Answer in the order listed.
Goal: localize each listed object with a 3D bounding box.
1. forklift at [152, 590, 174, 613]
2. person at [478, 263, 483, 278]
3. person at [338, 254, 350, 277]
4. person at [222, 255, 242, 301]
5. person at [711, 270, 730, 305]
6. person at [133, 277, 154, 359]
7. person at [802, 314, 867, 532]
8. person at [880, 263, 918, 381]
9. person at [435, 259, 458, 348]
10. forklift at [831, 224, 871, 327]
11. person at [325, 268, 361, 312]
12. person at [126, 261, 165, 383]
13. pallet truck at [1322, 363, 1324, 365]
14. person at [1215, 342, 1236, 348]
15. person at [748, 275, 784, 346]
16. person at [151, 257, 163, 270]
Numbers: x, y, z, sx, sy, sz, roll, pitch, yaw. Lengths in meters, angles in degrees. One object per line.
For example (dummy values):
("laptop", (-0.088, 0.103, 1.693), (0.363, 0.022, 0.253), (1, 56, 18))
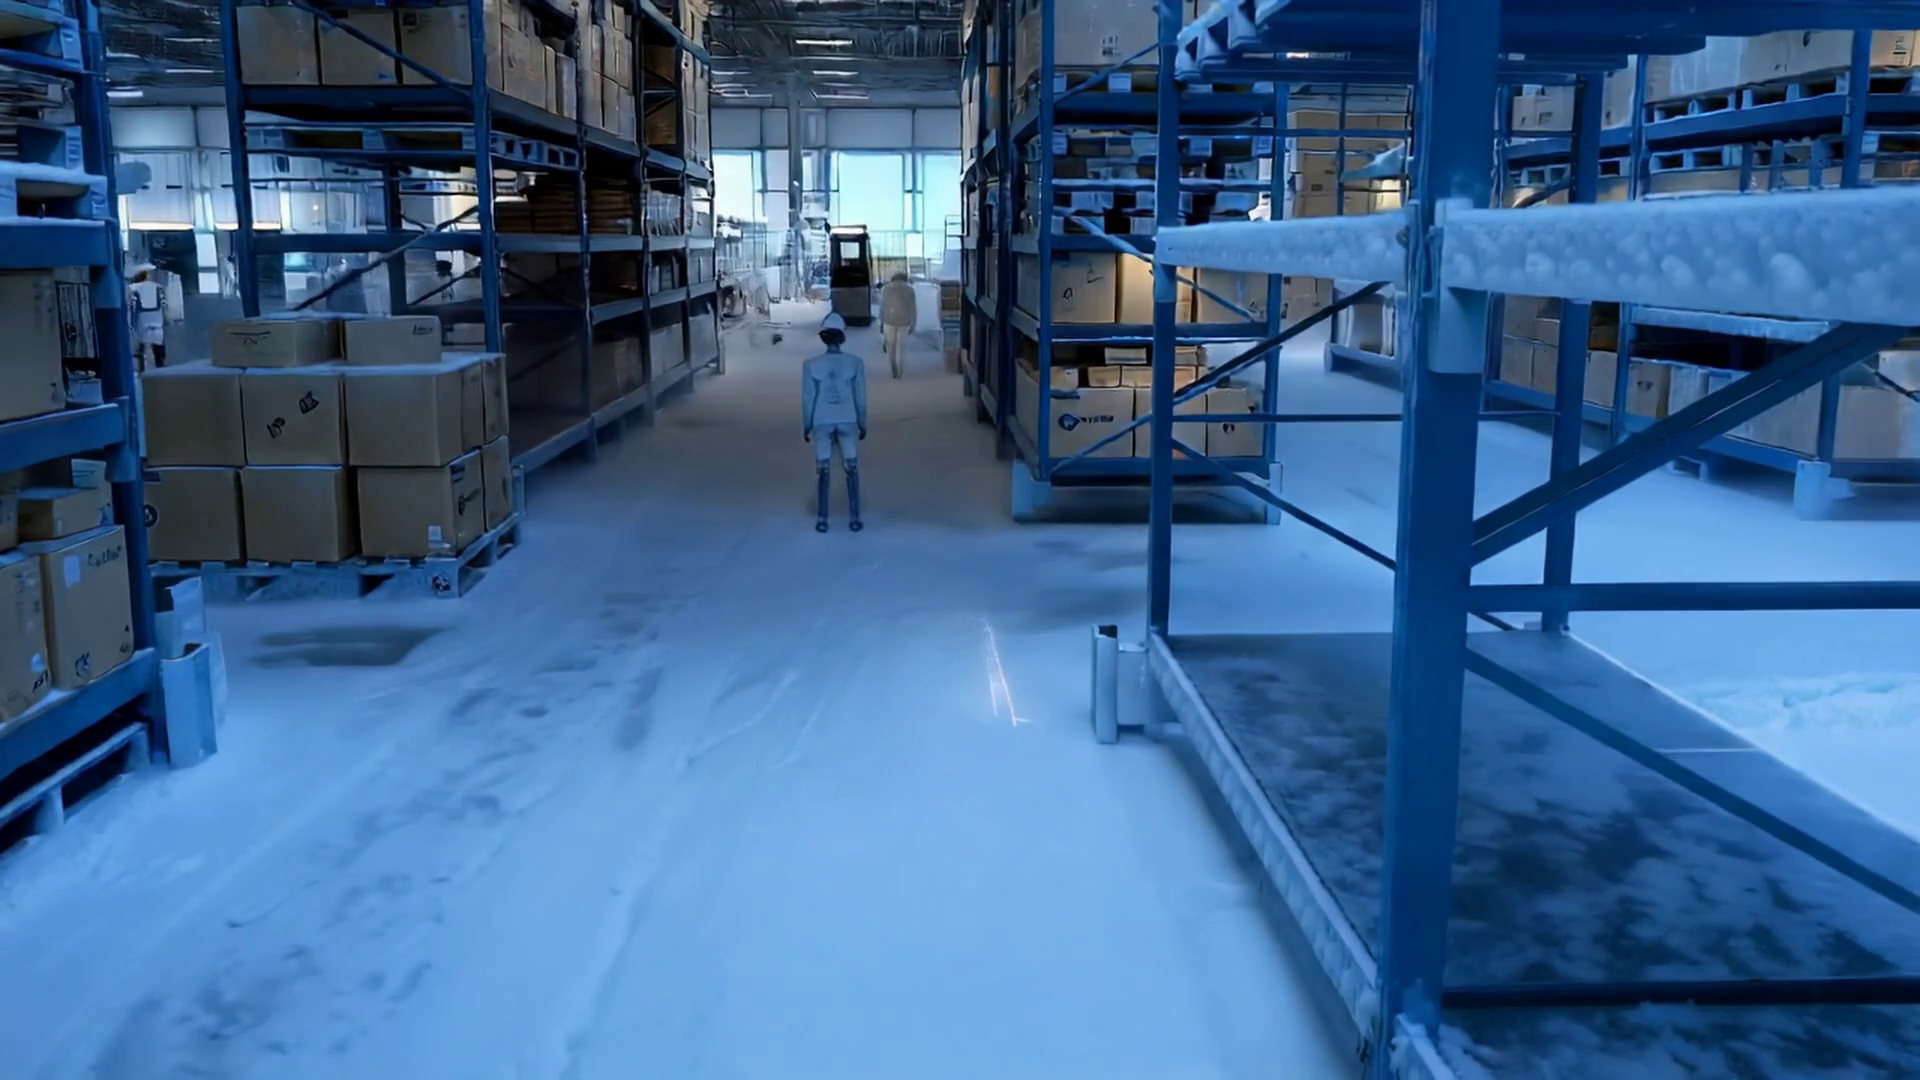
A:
("forklift", (-5.858, -0.811, 9.639), (1.873, 2.768, 1.129), (-1, 10, -3))
("person", (-16.686, -9.132, 58.670), (0.603, 1.920, 0.394), (-7, 12, -33))
("person", (-20.278, -8.410, 54.604), (0.649, 1.933, 0.618), (-8, 13, -38))
("person", (-29.025, -10.423, 66.110), (0.874, 1.843, 0.526), (5, 11, 24))
("person", (-8.844, -9.603, 61.308), (0.738, 1.919, 0.633), (-1, 10, -5))
("person", (-16.415, -4.478, 33.366), (0.318, 1.697, 0.536), (-3, 11, -15))
("person", (-1.012, -0.939, 13.455), (0.523, 1.769, 0.324), (-1, 10, -3))
("person", (-1.030, -3.656, 27.989), (0.652, 1.975, 0.549), (0, 10, -1))
("person", (-11.326, -5.200, 36.661), (0.426, 1.949, 0.618), (1, 10, 6))
("forklift", (-3.029, -7.321, 45.902), (1.129, 2.768, 1.873), (0, 10, -2))
("person", (-10.391, -3.619, 28.003), (0.641, 1.910, 0.484), (1, 10, 3))
("person", (-13.454, -3.579, 27.488), (0.814, 2.013, 0.637), (10, 14, 43))
("pallet truck", (7.712, -4.157, 30.737), (1.885, 1.965, 0.823), (3, 11, 16))
("person", (5.939, -5.205, 36.752), (0.375, 1.936, 0.627), (-5, 11, -24))
("person", (-4.419, -5.165, 37.462), (0.846, 1.600, 0.520), (-7, 12, -33))
("person", (-24.549, -7.700, 50.791), (0.584, 1.884, 0.347), (7, 12, 33))
